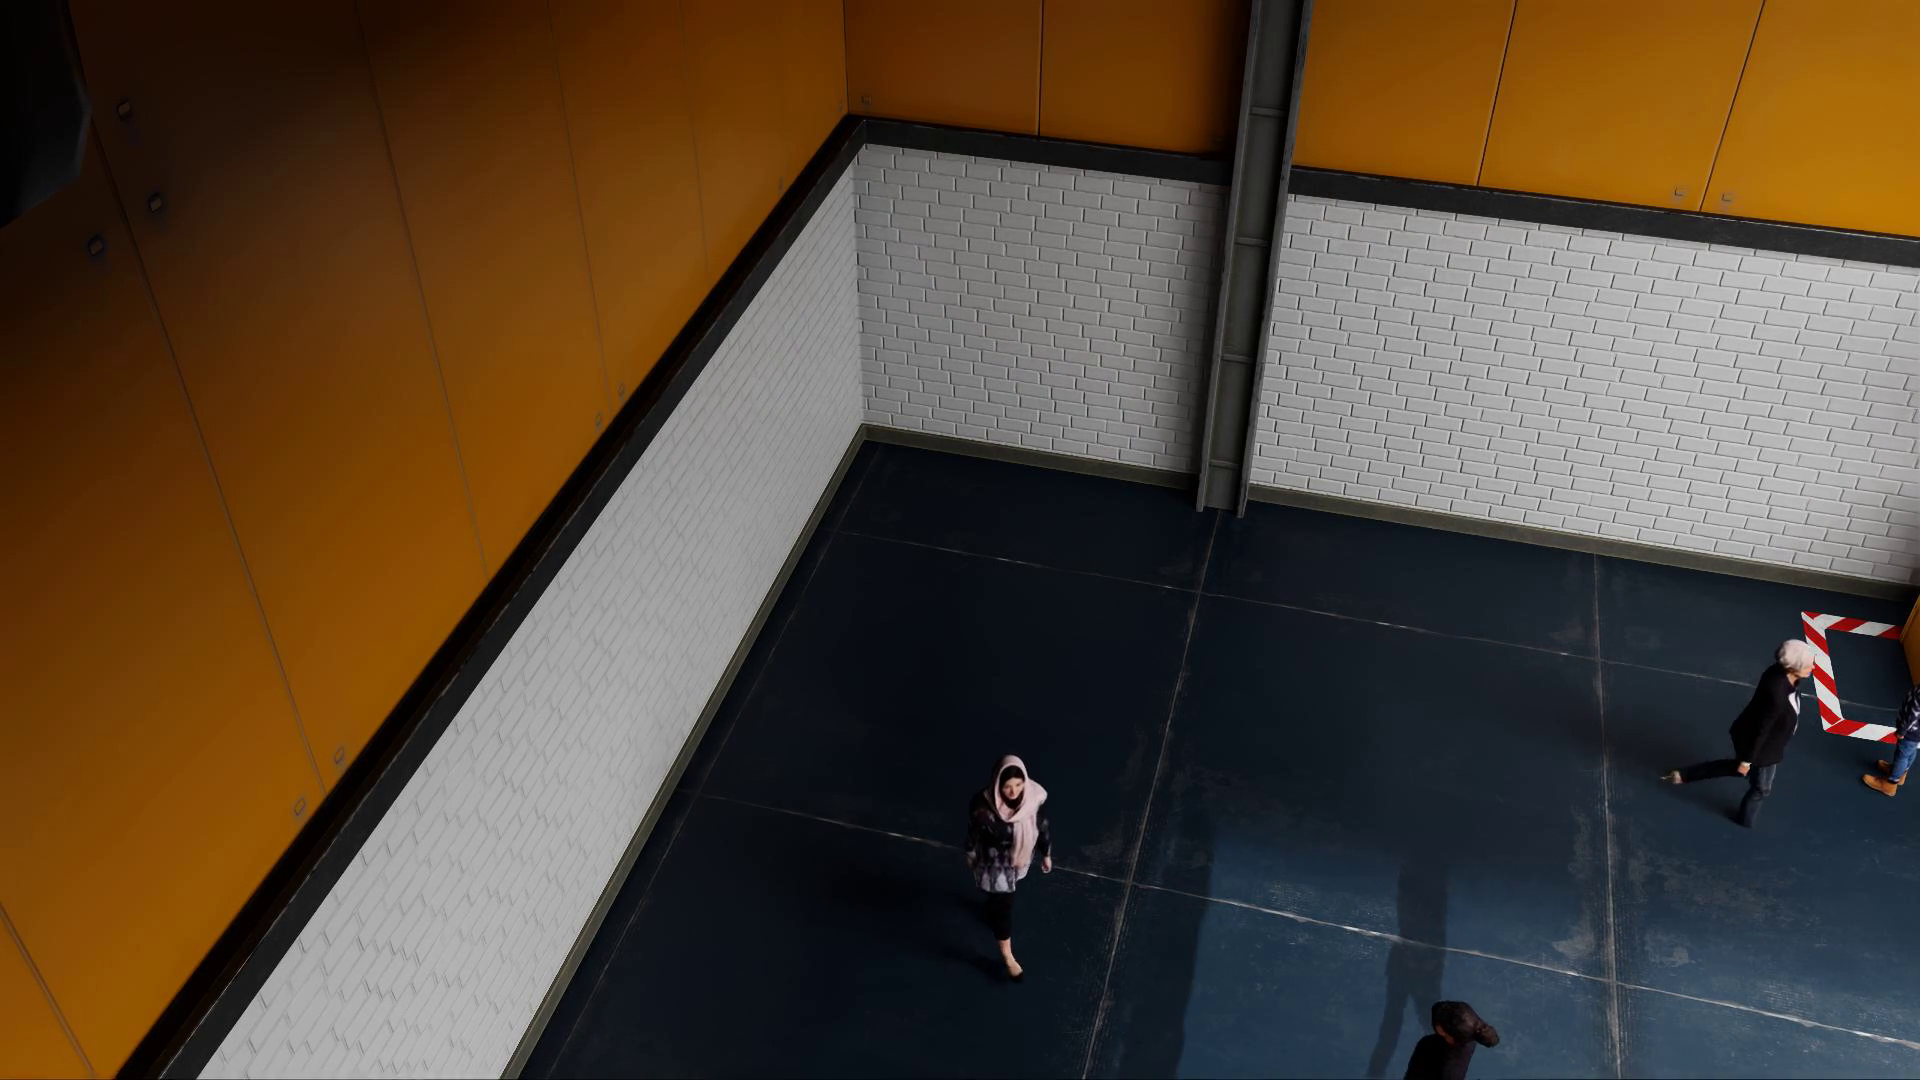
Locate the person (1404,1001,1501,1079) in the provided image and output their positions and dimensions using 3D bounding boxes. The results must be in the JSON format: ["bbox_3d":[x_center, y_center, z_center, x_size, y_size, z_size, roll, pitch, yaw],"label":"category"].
[{"bbox_3d":[2.497,2.971,8.541,1.062,1.591,0.696,17,42,20],"label":"person"}]

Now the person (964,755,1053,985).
[{"bbox_3d":[0.240,1.797,9.998,0.978,1.606,1.017,-18,42,-21],"label":"person"}]

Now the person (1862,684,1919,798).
[{"bbox_3d":[6.369,1.191,11.040,0.579,1.253,0.626,-26,45,-28],"label":"person"}]

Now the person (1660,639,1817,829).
[{"bbox_3d":[5.161,1.327,10.908,1.086,1.764,0.901,21,43,24],"label":"person"}]
